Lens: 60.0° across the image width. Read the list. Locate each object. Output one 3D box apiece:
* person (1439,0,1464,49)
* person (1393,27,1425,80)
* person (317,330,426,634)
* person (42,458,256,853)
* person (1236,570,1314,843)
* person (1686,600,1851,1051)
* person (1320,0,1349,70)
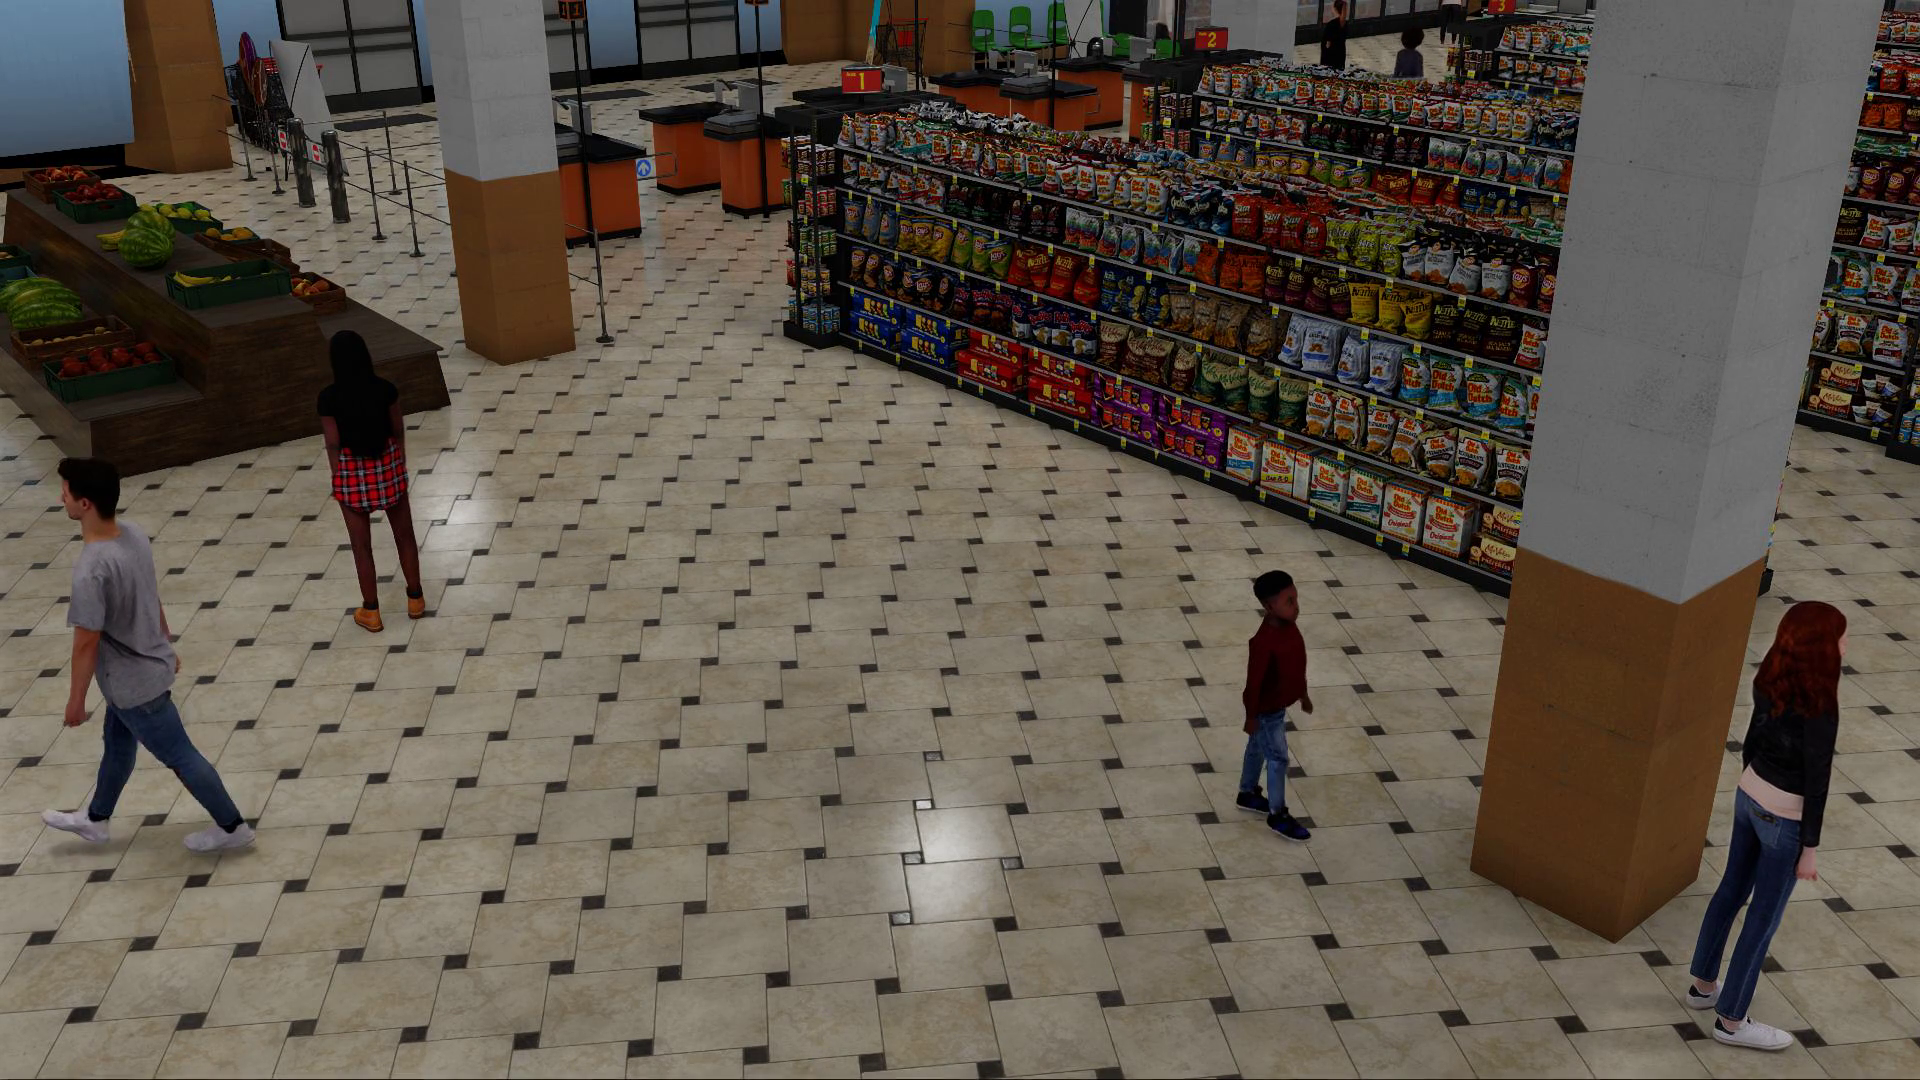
[{"bbox_3d":[9.654,-10.516,32.645,0.617,1.647,0.713,8,25,17],"label":"person"},{"bbox_3d":[5.855,-5.893,22.050,0.766,1.672,1.072,-14,27,-29],"label":"person"},{"bbox_3d":[-3.286,-0.334,9.275,0.613,1.729,0.600,-16,28,-33],"label":"person"},{"bbox_3d":[-3.427,0.562,7.087,1.147,1.842,1.198,-3,24,-6],"label":"person"},{"bbox_3d":[1.350,0.705,7.505,0.705,1.245,0.617,13,27,27],"label":"person"},{"bbox_3d":[2.970,1.032,6.080,0.725,1.787,0.643,-1,24,-2],"label":"person"},{"bbox_3d":[5.747,-7.415,25.514,0.625,1.684,0.541,-18,29,-35],"label":"person"}]
